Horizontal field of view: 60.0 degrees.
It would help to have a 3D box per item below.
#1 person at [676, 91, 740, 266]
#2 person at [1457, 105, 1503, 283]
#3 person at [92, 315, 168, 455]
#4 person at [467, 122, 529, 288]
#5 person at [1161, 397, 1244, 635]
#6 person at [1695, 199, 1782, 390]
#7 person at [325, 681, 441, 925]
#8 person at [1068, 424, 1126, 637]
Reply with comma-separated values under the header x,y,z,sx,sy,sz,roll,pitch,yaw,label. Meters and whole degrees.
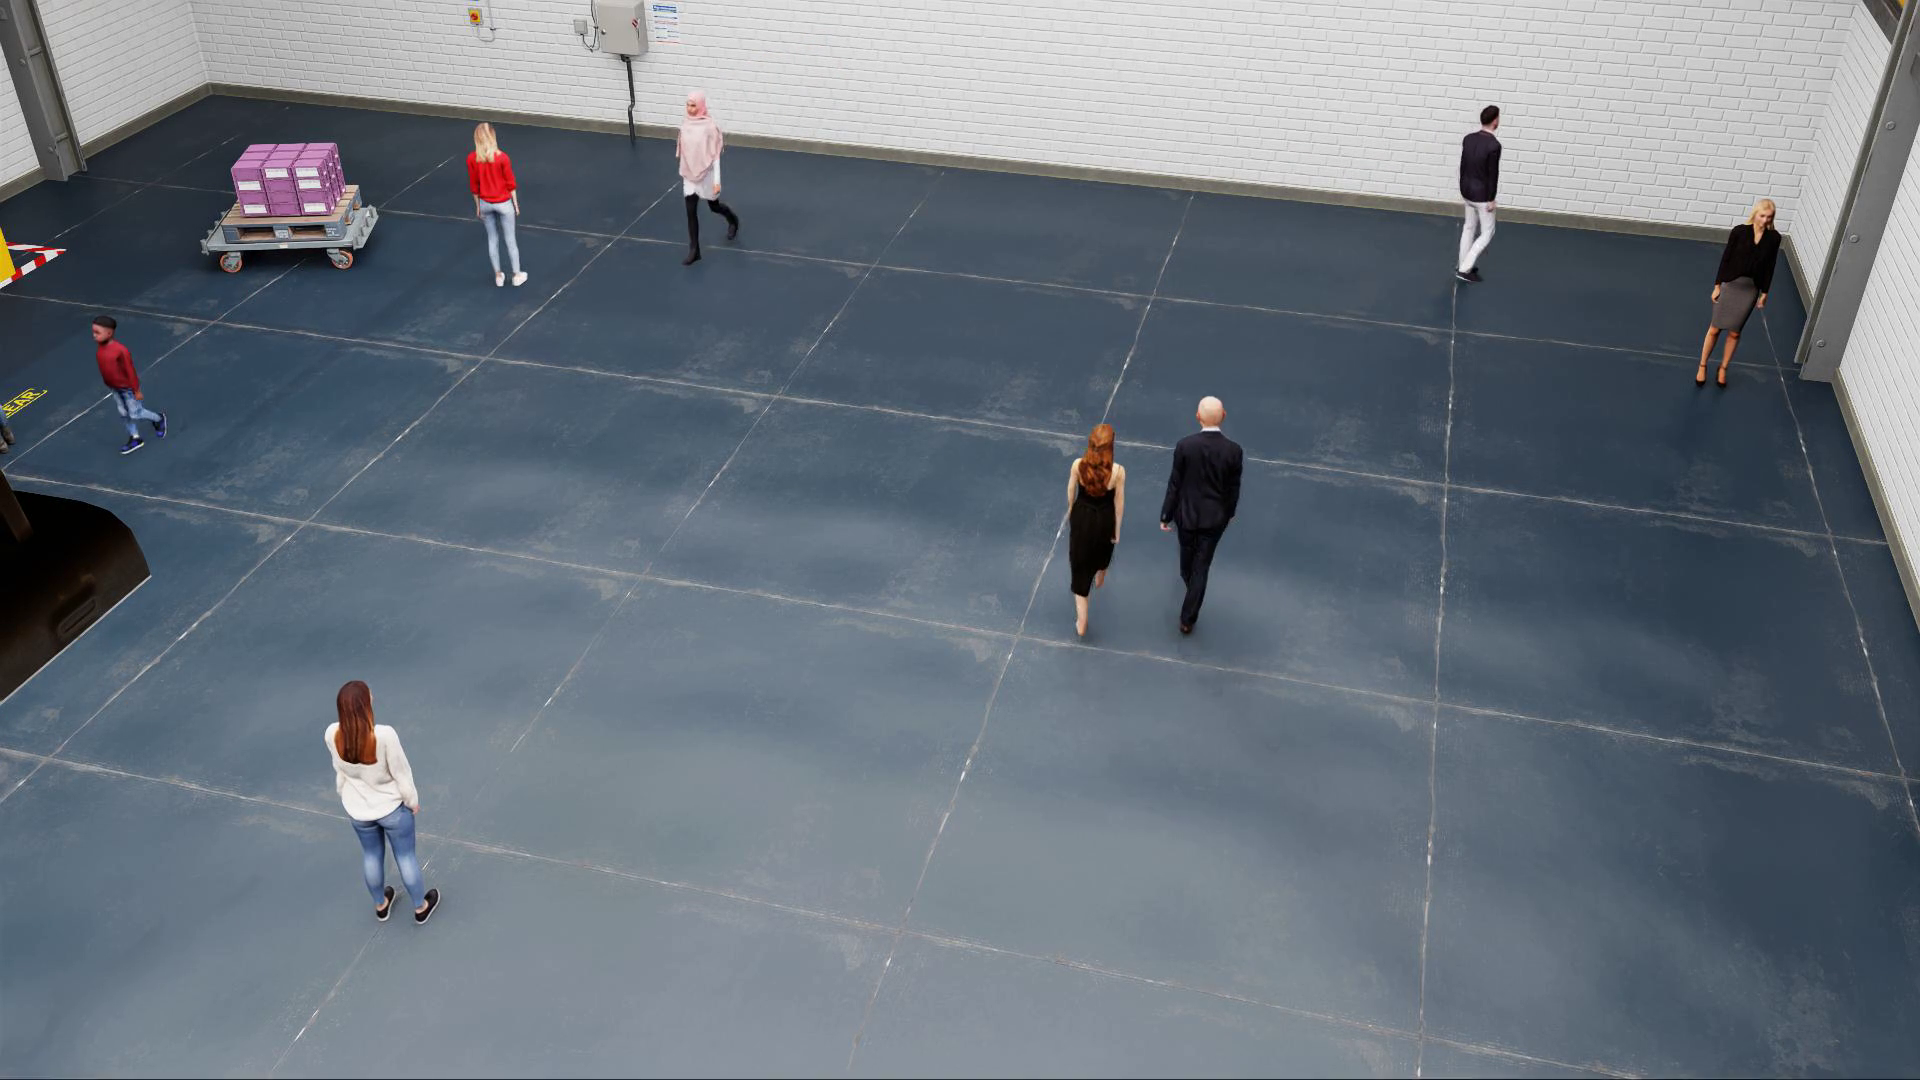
x,y,z,sx,sy,sz,roll,pitch,yaw,label
-2.652,-3.845,17.501,0.840,1.770,1.245,17,37,24,person
5.218,-3.492,16.909,0.913,1.836,0.843,-15,37,-22,person
-7.116,-1.362,14.237,0.562,1.247,0.681,13,36,19,person
-4.710,-3.399,16.889,0.666,1.703,0.599,0,34,0,person
1.723,-0.114,11.902,0.750,1.752,1.095,4,34,7,person
7.005,-2.218,14.989,0.603,1.840,0.532,9,35,14,person
-3.321,1.513,9.511,0.639,1.689,0.598,4,34,5,person
0.942,-0.045,11.961,0.692,1.574,1.142,3,34,5,person
